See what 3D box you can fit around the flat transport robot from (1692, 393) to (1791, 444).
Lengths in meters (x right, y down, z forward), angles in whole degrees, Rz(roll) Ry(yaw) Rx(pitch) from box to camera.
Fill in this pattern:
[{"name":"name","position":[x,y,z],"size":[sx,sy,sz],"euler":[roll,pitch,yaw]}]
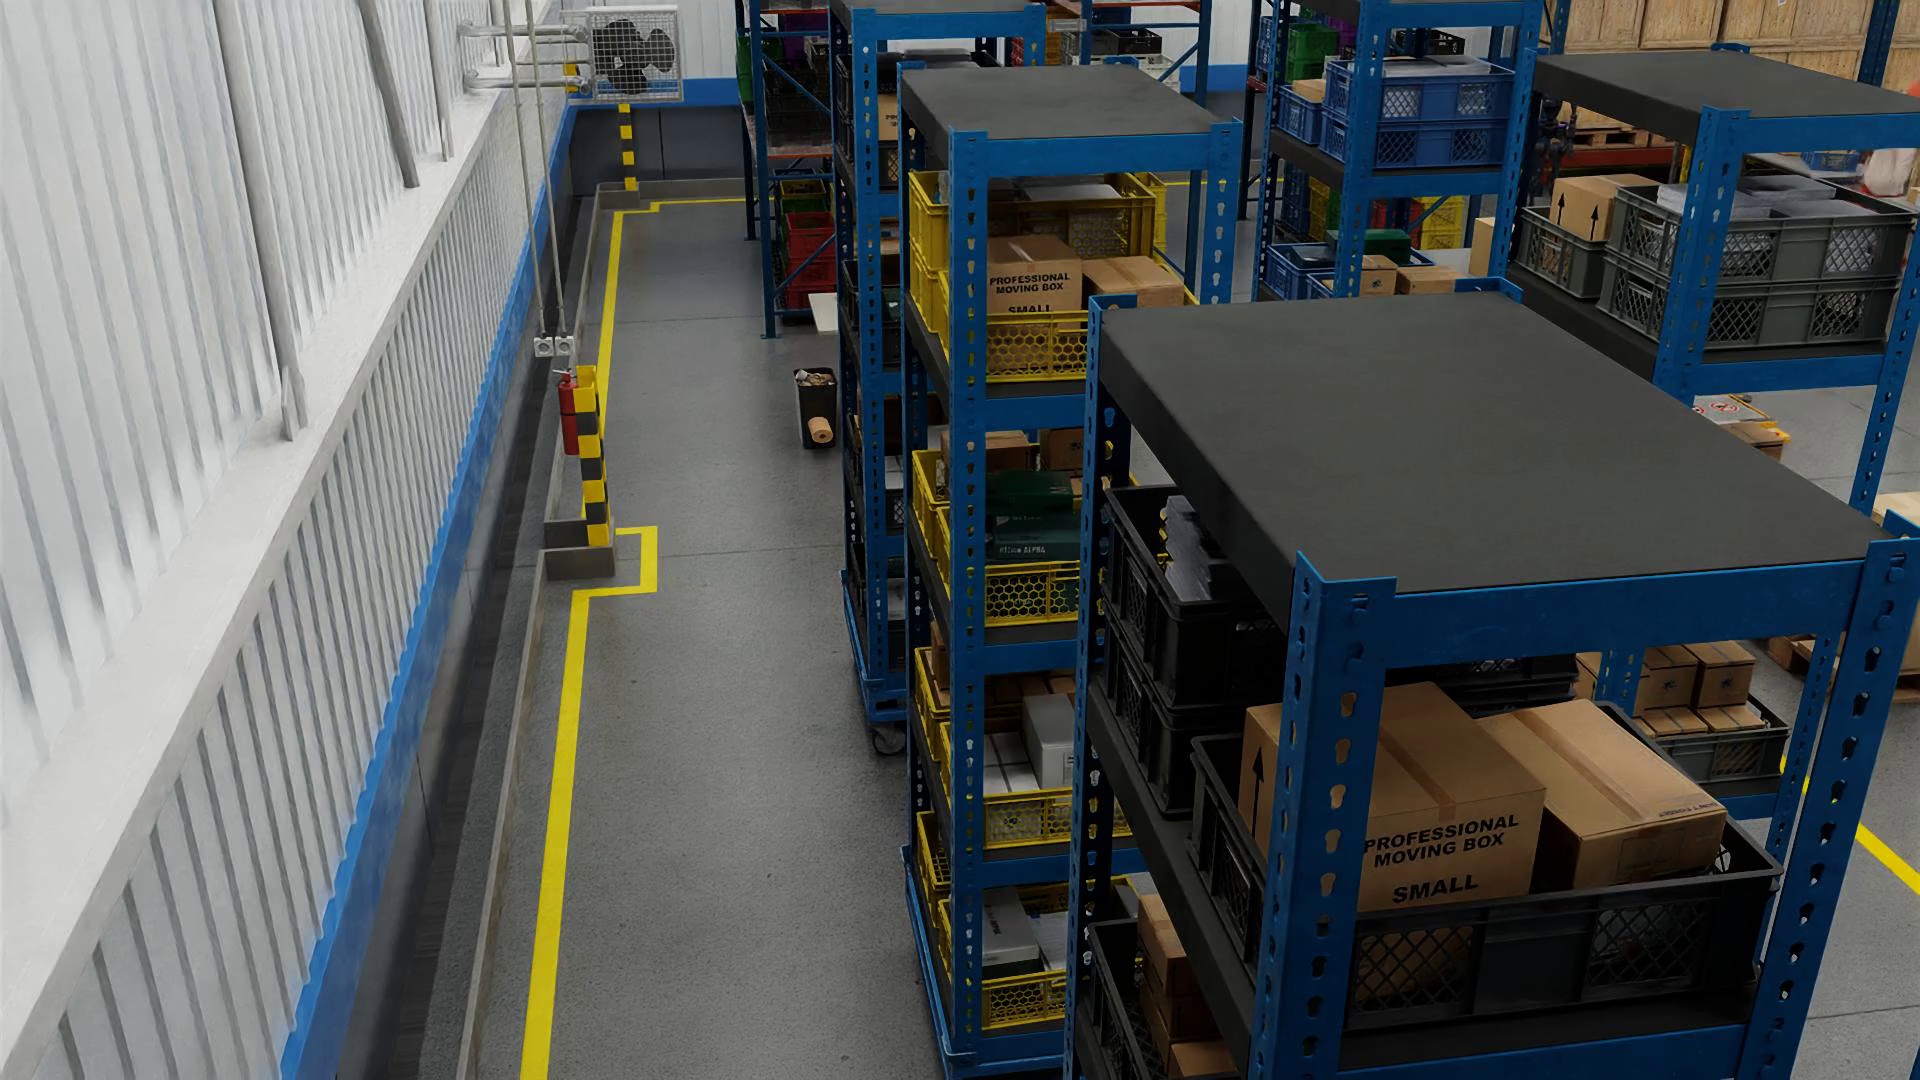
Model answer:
[{"name":"flat transport robot","position":[5.224,-0.859,12.132],"size":[1.431,0.197,0.652],"euler":[-4,25,-8]}]

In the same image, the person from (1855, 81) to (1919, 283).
[{"name":"person","position":[8.714,-3.340,15.579],"size":[1.056,1.925,0.736],"euler":[0,25,1]}]

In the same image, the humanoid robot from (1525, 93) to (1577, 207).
[{"name":"humanoid robot","position":[6.397,-4.351,18.070],"size":[0.592,1.648,0.333],"euler":[16,29,31]}]
